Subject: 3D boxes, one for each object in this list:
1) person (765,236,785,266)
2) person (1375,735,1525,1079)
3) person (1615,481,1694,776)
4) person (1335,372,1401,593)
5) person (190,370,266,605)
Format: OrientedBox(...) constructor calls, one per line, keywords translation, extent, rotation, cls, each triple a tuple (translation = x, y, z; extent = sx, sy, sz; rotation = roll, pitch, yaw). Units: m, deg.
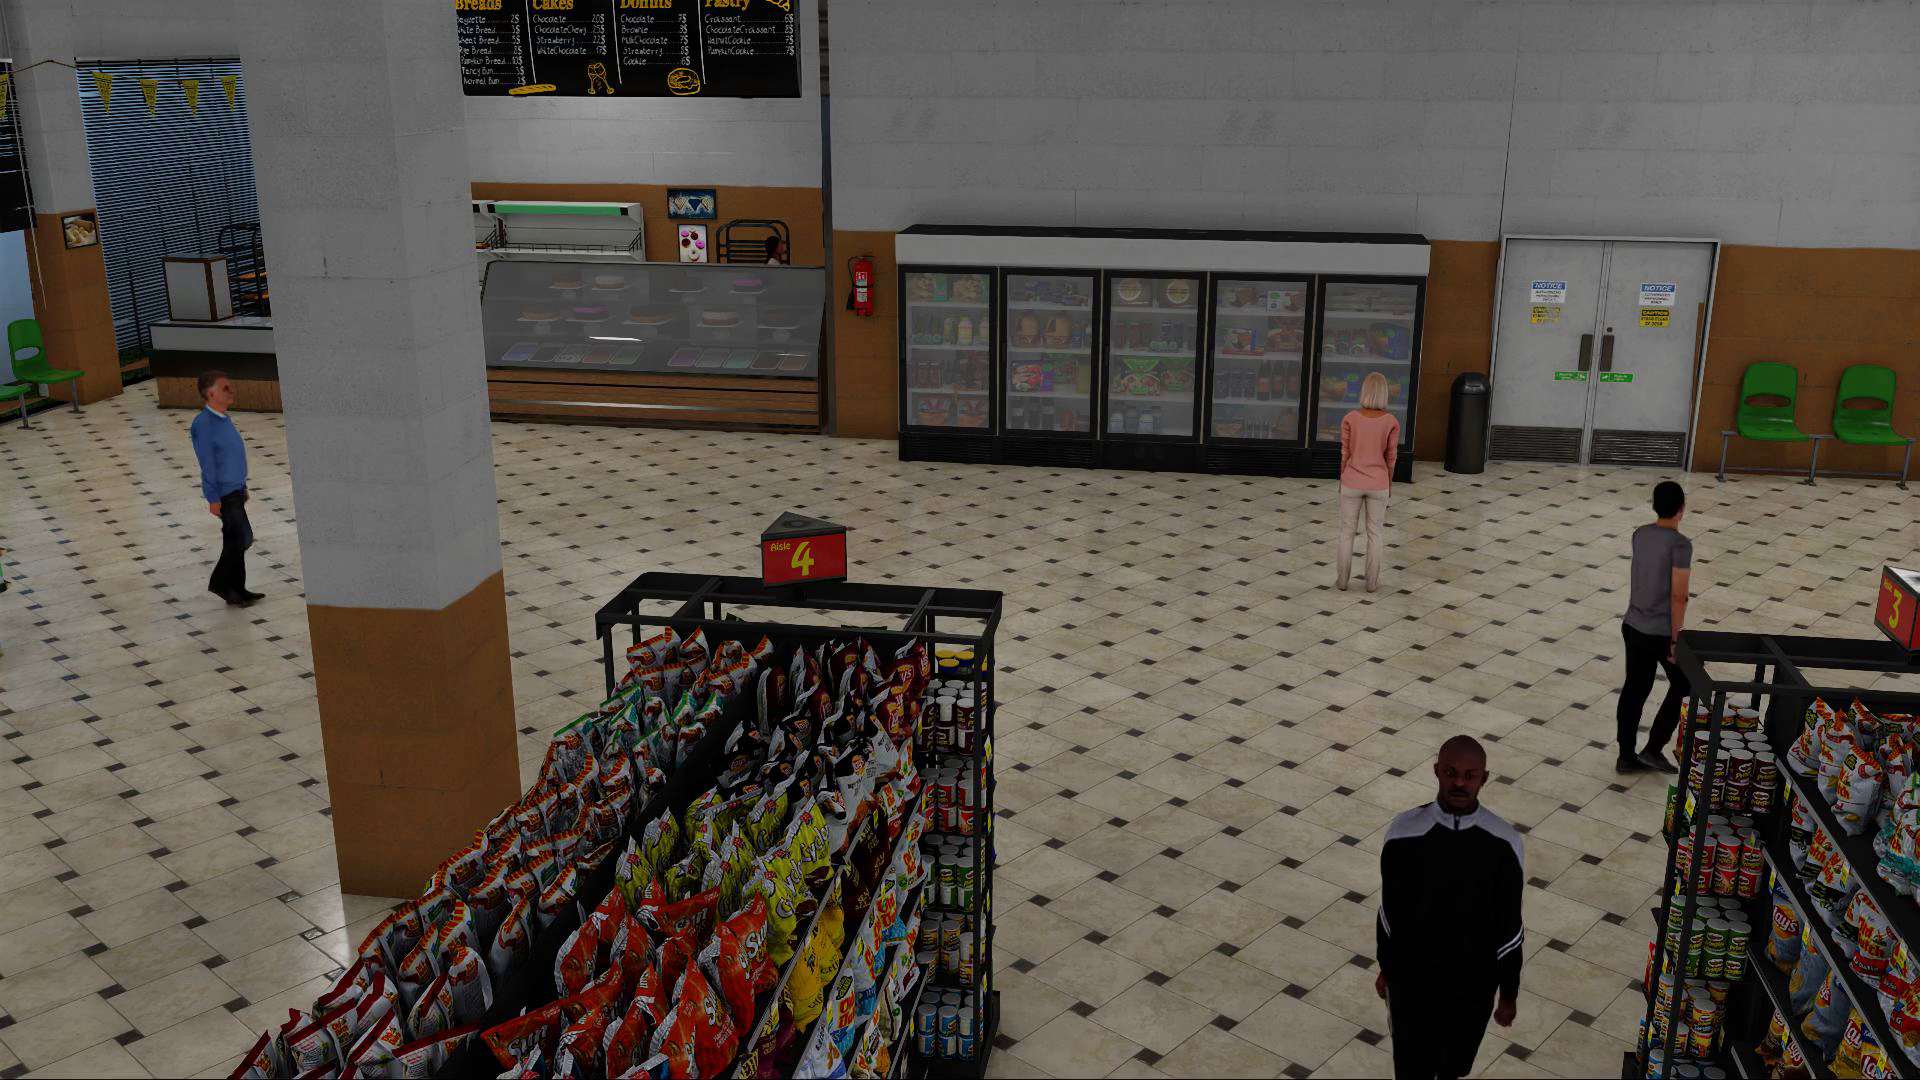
OrientedBox(translation=(-2.353, -3.027, 21.331), extent=(0.706, 1.741, 0.553), rotation=(-2, 17, -8), cls="person")
OrientedBox(translation=(1.794, 1.547, 6.154), extent=(0.715, 1.807, 1.140), rotation=(4, 17, 13), cls="person")
OrientedBox(translation=(3.947, 0.534, 9.612), extent=(0.830, 1.737, 0.729), rotation=(-5, 18, -16), cls="person")
OrientedBox(translation=(3.136, -0.449, 12.867), extent=(0.586, 1.726, 0.513), rotation=(4, 17, 11), cls="person")
OrientedBox(translation=(-5.605, -0.379, 12.488), extent=(0.814, 1.812, 0.676), rotation=(-2, 17, -5), cls="person")
